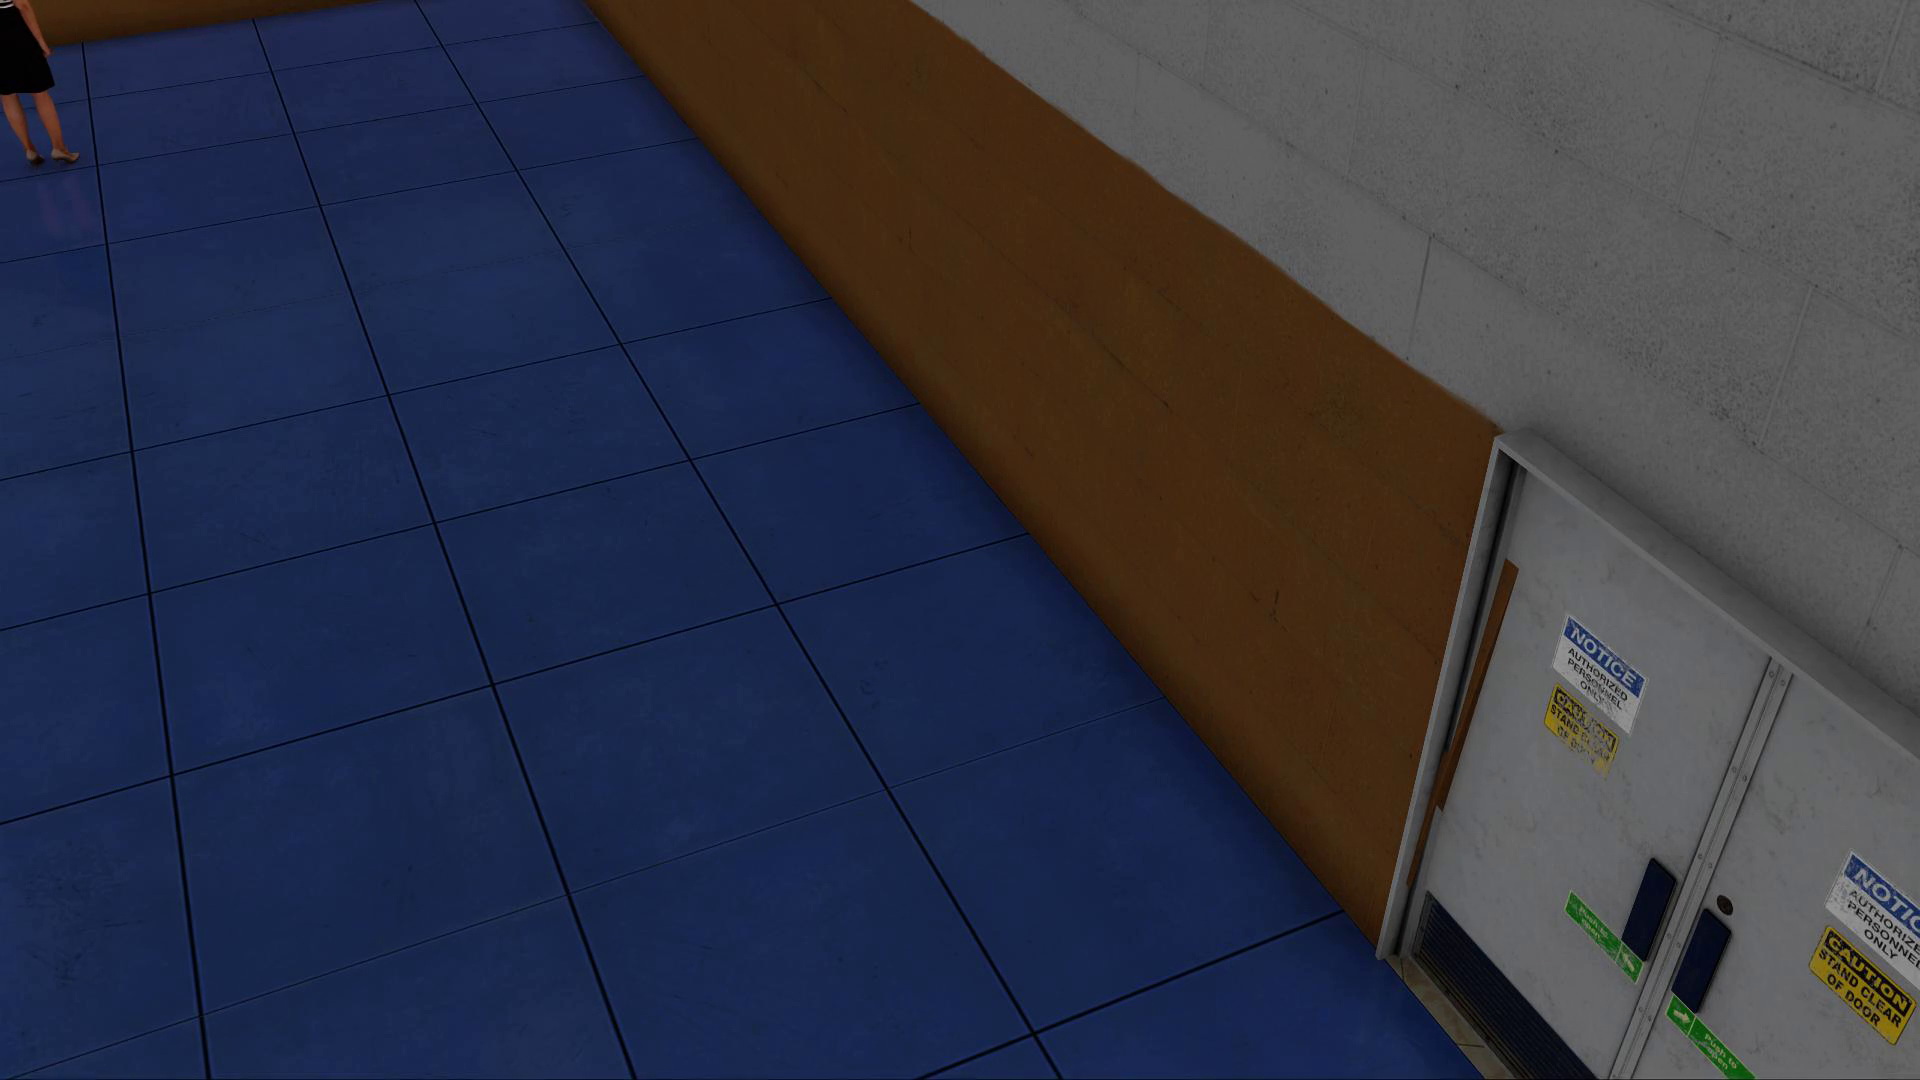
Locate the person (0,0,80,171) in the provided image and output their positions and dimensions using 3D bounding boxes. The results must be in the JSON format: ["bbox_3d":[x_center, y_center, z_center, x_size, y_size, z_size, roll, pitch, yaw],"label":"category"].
[{"bbox_3d":[-6.428,-3.354,11.229,0.595,1.755,0.761,-3,37,-3],"label":"person"}]
